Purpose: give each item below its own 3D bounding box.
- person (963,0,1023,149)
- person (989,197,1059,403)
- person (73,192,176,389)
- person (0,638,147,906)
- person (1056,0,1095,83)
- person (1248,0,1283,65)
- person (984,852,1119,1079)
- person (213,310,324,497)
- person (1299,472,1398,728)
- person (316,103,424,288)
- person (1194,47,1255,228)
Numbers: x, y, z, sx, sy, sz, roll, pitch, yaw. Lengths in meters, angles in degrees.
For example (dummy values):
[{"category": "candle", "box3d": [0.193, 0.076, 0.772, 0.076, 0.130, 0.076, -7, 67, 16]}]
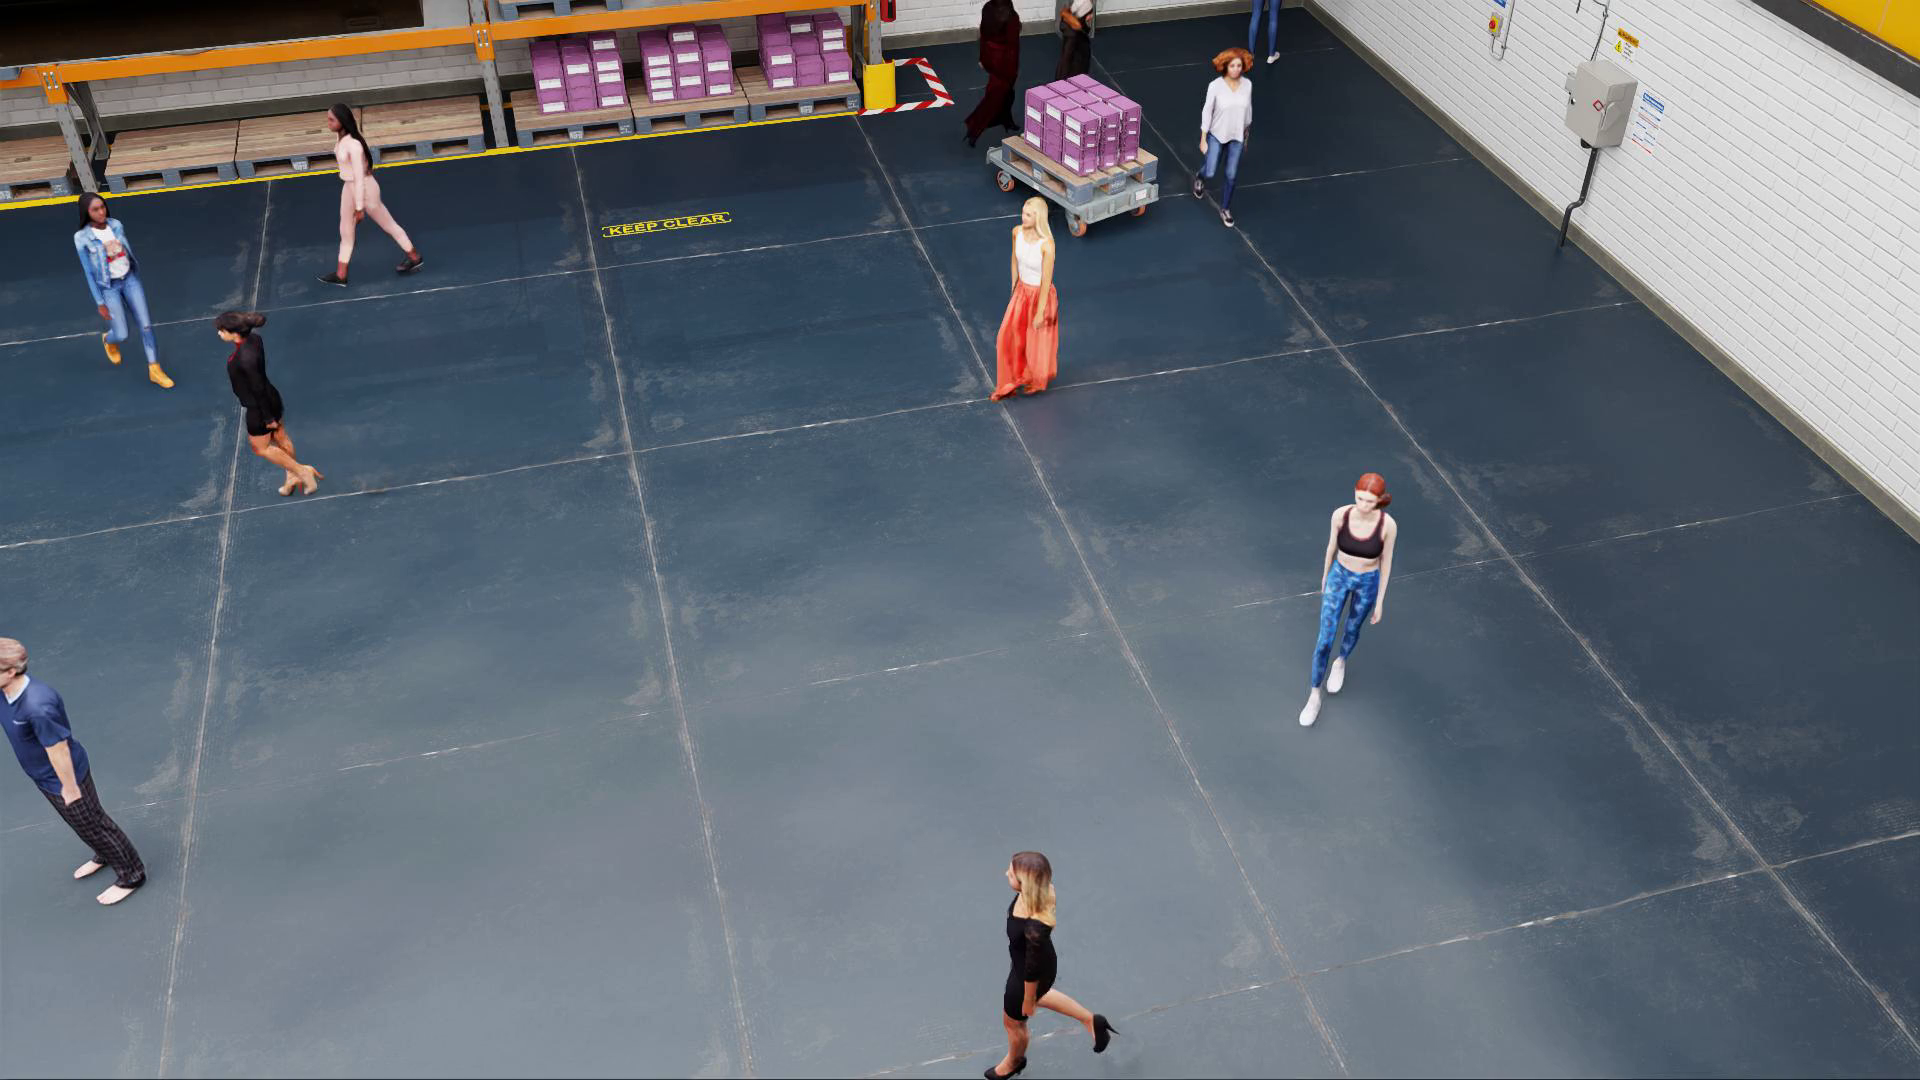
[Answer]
[{"category": "person", "box3d": [0.337, -4.766, 16.784, 1.205, 1.718, 0.952, -26, 45, -29]}, {"category": "person", "box3d": [0.654, -1.924, 13.172, 1.019, 1.785, 0.882, -29, 47, -31]}, {"category": "person", "box3d": [-6.804, -2.005, 13.347, 1.003, 1.694, 0.952, 21, 43, 24]}, {"category": "person", "box3d": [-4.939, 1.251, 9.130, 0.729, 1.868, 0.757, 25, 45, 28]}, {"category": "person", "box3d": [1.050, -4.697, 16.794, 1.182, 1.599, 0.985, 7, 39, 9]}, {"category": "person", "box3d": [3.448, -6.205, 18.585, 0.636, 1.720, 0.743, 11, 40, 14]}, {"category": "person", "box3d": [0.435, 2.130, 8.197, 0.967, 1.659, 0.717, -1, 39, -1]}, {"category": "person", "box3d": [-4.976, -0.969, 12.099, 0.675, 1.632, 0.600, -6, 39, -8]}, {"category": "person", "box3d": [2.487, 0.269, 10.444, 0.954, 1.763, 0.928, 11, 40, 14]}, {"category": "person", "box3d": [-5.174, -3.043, 14.669, 1.270, 1.666, 0.966, -26, 46, -29]}, {"category": "person", "box3d": [2.484, -3.853, 15.661, 0.859, 1.693, 0.754, -6, 39, -7]}]
